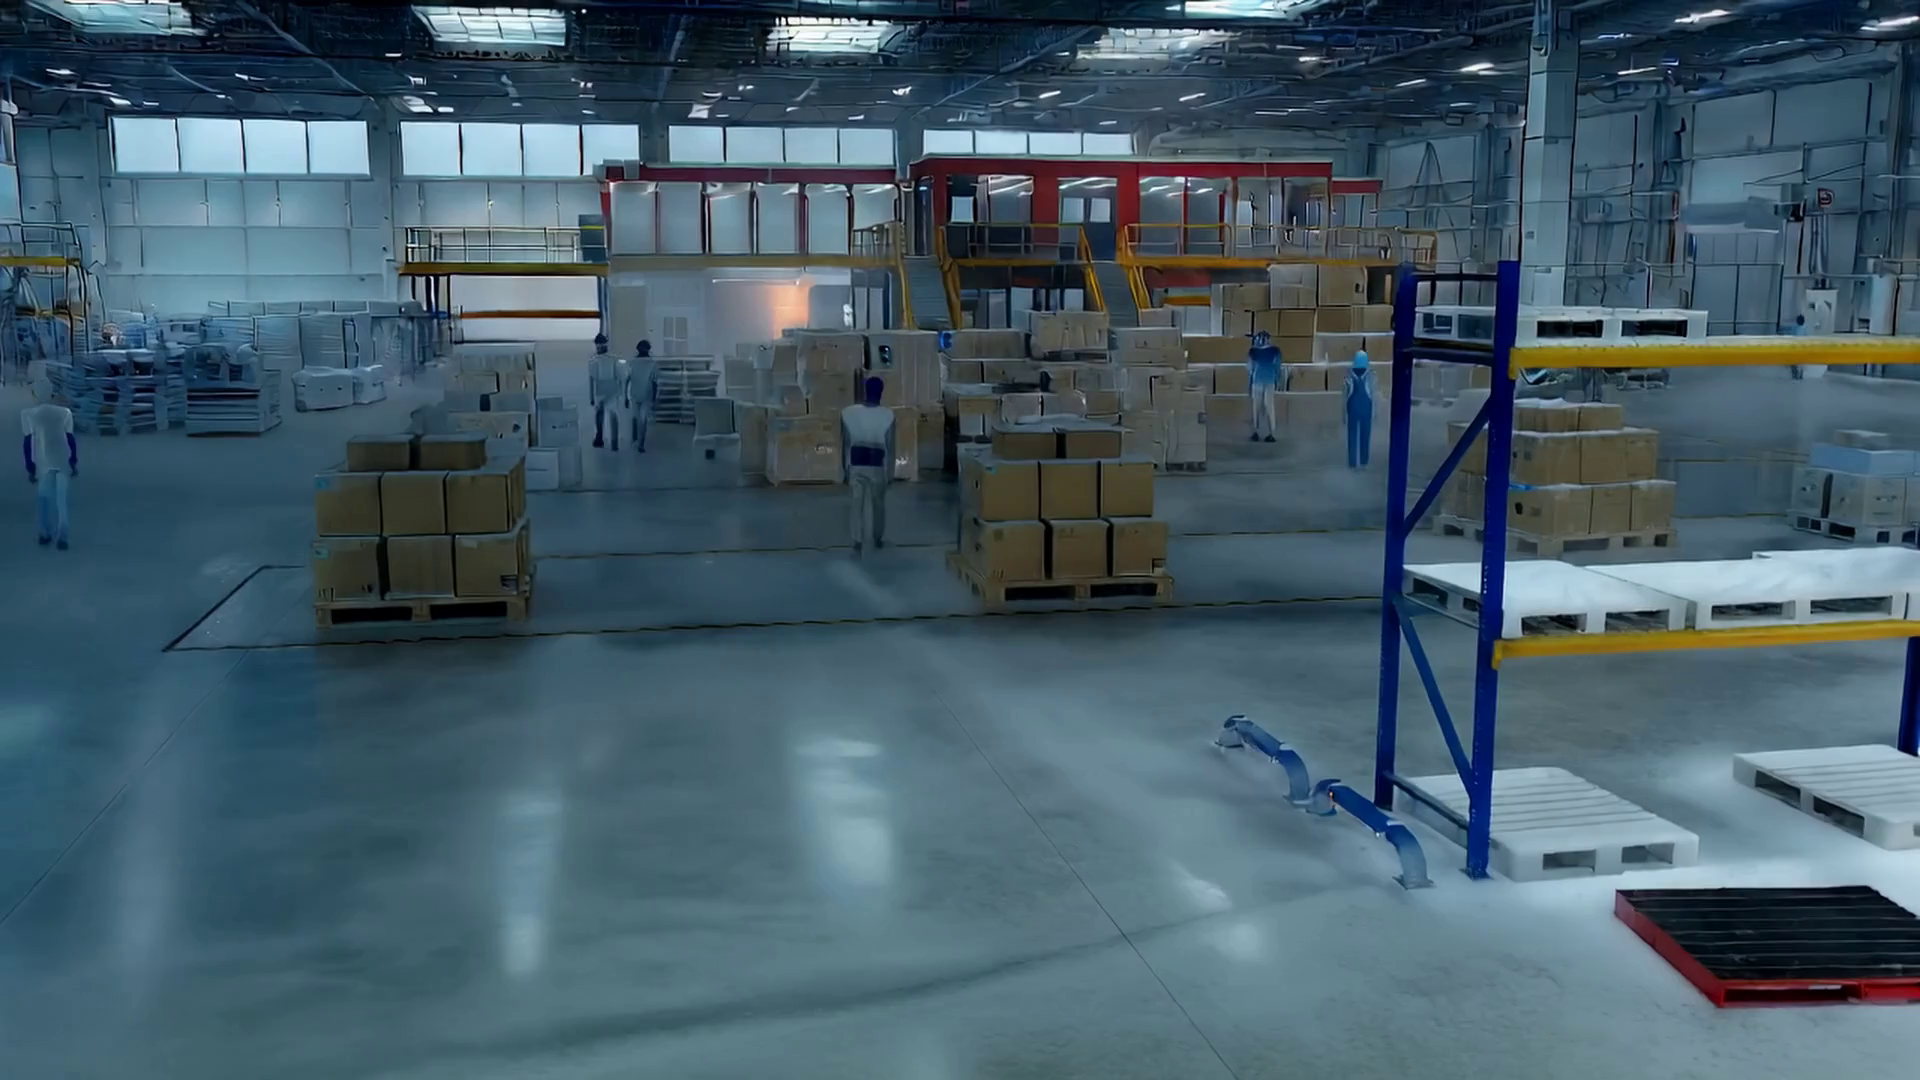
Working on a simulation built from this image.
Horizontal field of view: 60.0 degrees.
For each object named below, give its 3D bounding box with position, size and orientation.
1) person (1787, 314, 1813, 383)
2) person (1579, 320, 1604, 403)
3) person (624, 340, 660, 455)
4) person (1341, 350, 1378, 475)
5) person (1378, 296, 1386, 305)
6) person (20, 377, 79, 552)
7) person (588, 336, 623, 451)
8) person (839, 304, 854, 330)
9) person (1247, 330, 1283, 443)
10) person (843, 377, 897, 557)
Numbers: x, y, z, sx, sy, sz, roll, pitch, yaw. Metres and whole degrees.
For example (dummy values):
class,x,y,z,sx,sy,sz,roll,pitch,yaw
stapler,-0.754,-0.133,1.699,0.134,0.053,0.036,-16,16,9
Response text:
class,x,y,z,sx,sy,sz,roll,pitch,yaw
person,21.809,-4.946,43.082,0.702,1.790,0.865,0,9,2
person,12.870,-3.507,33.837,0.605,1.948,0.391,-4,10,-22
person,-5.106,-2.290,26.745,0.550,1.835,0.472,1,9,5
person,5.852,-1.878,24.365,0.533,1.791,0.950,3,10,19
person,14.578,-7.453,57.745,0.395,1.994,0.612,2,10,13
person,-9.691,-0.809,17.739,0.510,1.840,0.786,-6,11,-31
person,-5.866,-2.433,27.523,0.582,1.869,1.040,-4,10,-25
person,-3.445,-6.288,50.987,0.572,1.883,0.355,9,13,43
person,5.229,-2.643,28.595,0.635,1.937,0.352,7,12,38
person,-0.953,-0.770,17.402,0.599,1.874,0.991,1,9,5
